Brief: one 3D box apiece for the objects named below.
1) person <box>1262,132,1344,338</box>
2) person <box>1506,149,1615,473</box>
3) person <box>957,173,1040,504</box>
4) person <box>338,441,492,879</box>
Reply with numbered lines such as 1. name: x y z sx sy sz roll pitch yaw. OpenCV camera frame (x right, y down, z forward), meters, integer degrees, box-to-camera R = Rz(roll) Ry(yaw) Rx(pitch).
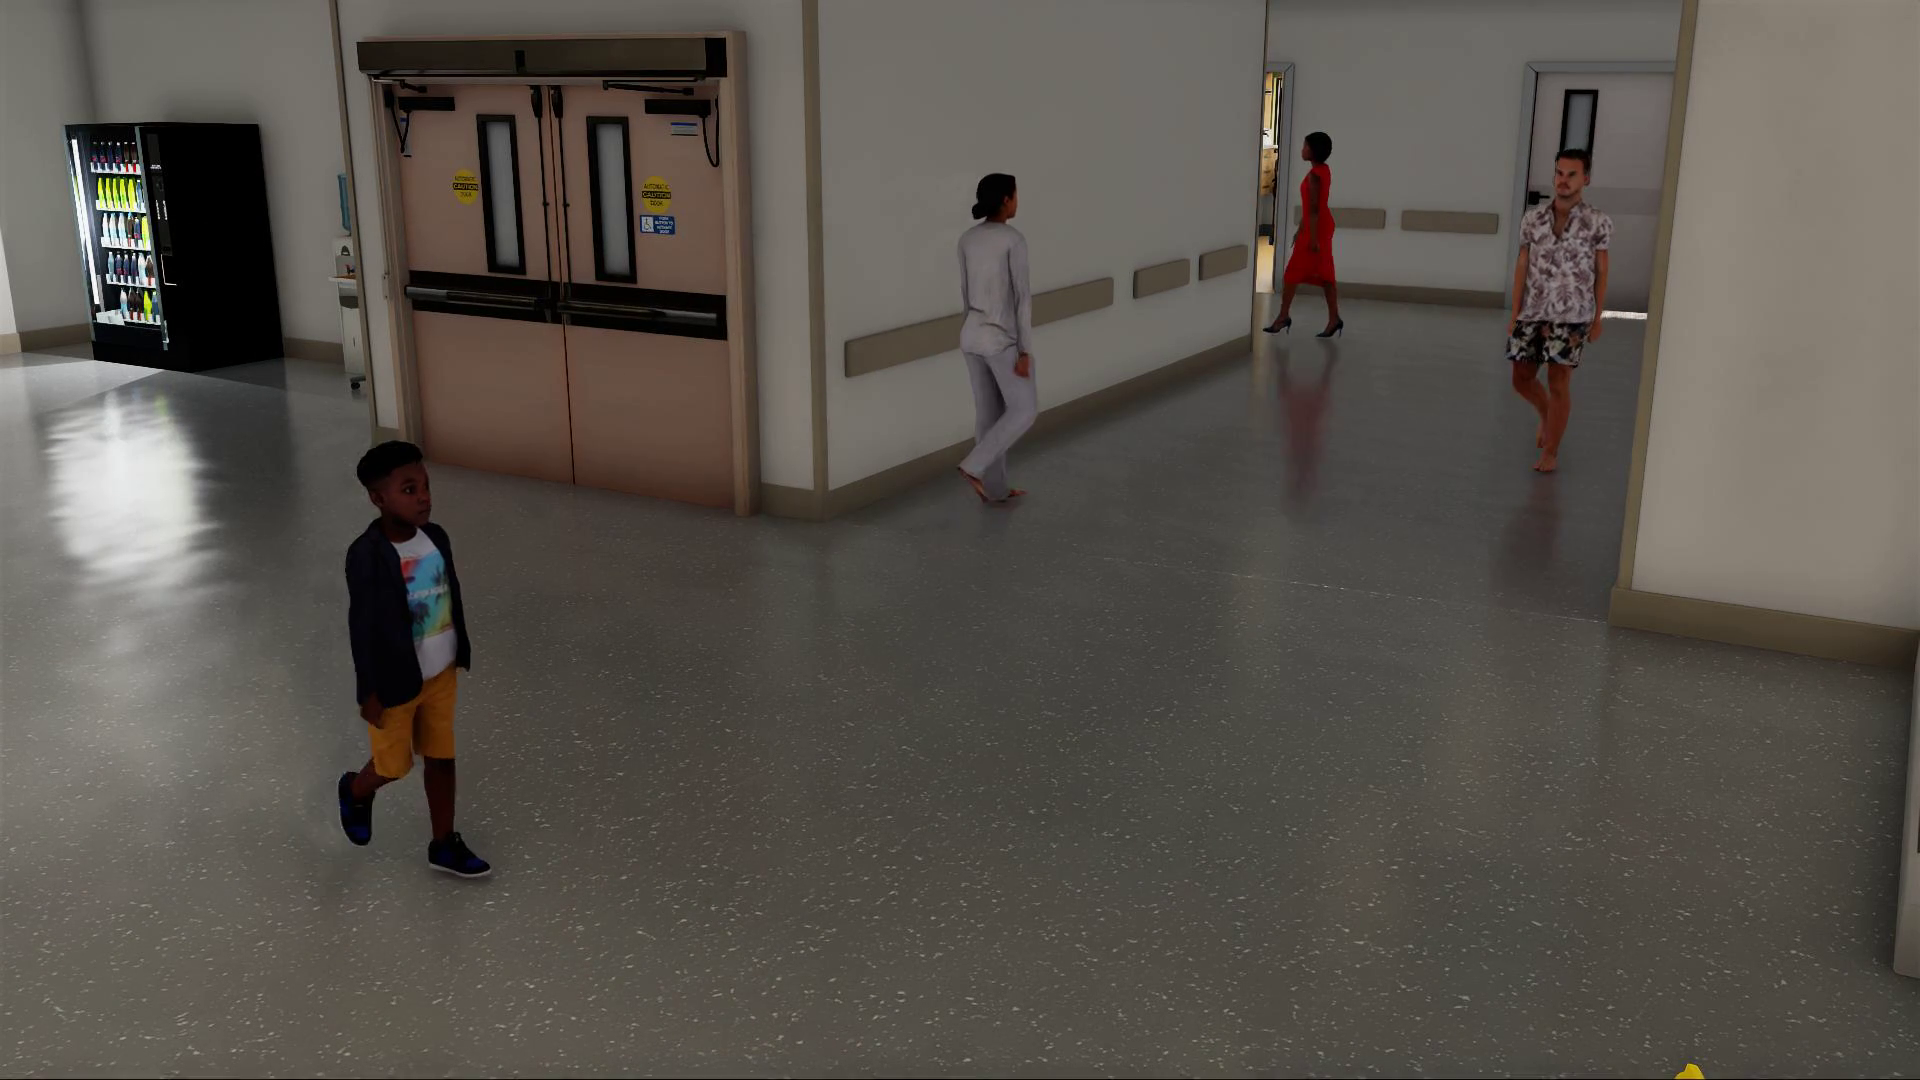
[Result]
1. person: 3.113 -2.561 14.108 0.909 1.722 0.648 7 17 24
2. person: 3.444 -1.314 9.546 0.815 1.798 0.787 12 19 36
3. person: 0.133 -1.002 8.577 0.844 1.724 0.805 14 21 41
4. person: -1.589 0.342 4.661 0.723 1.261 0.527 9 18 30
